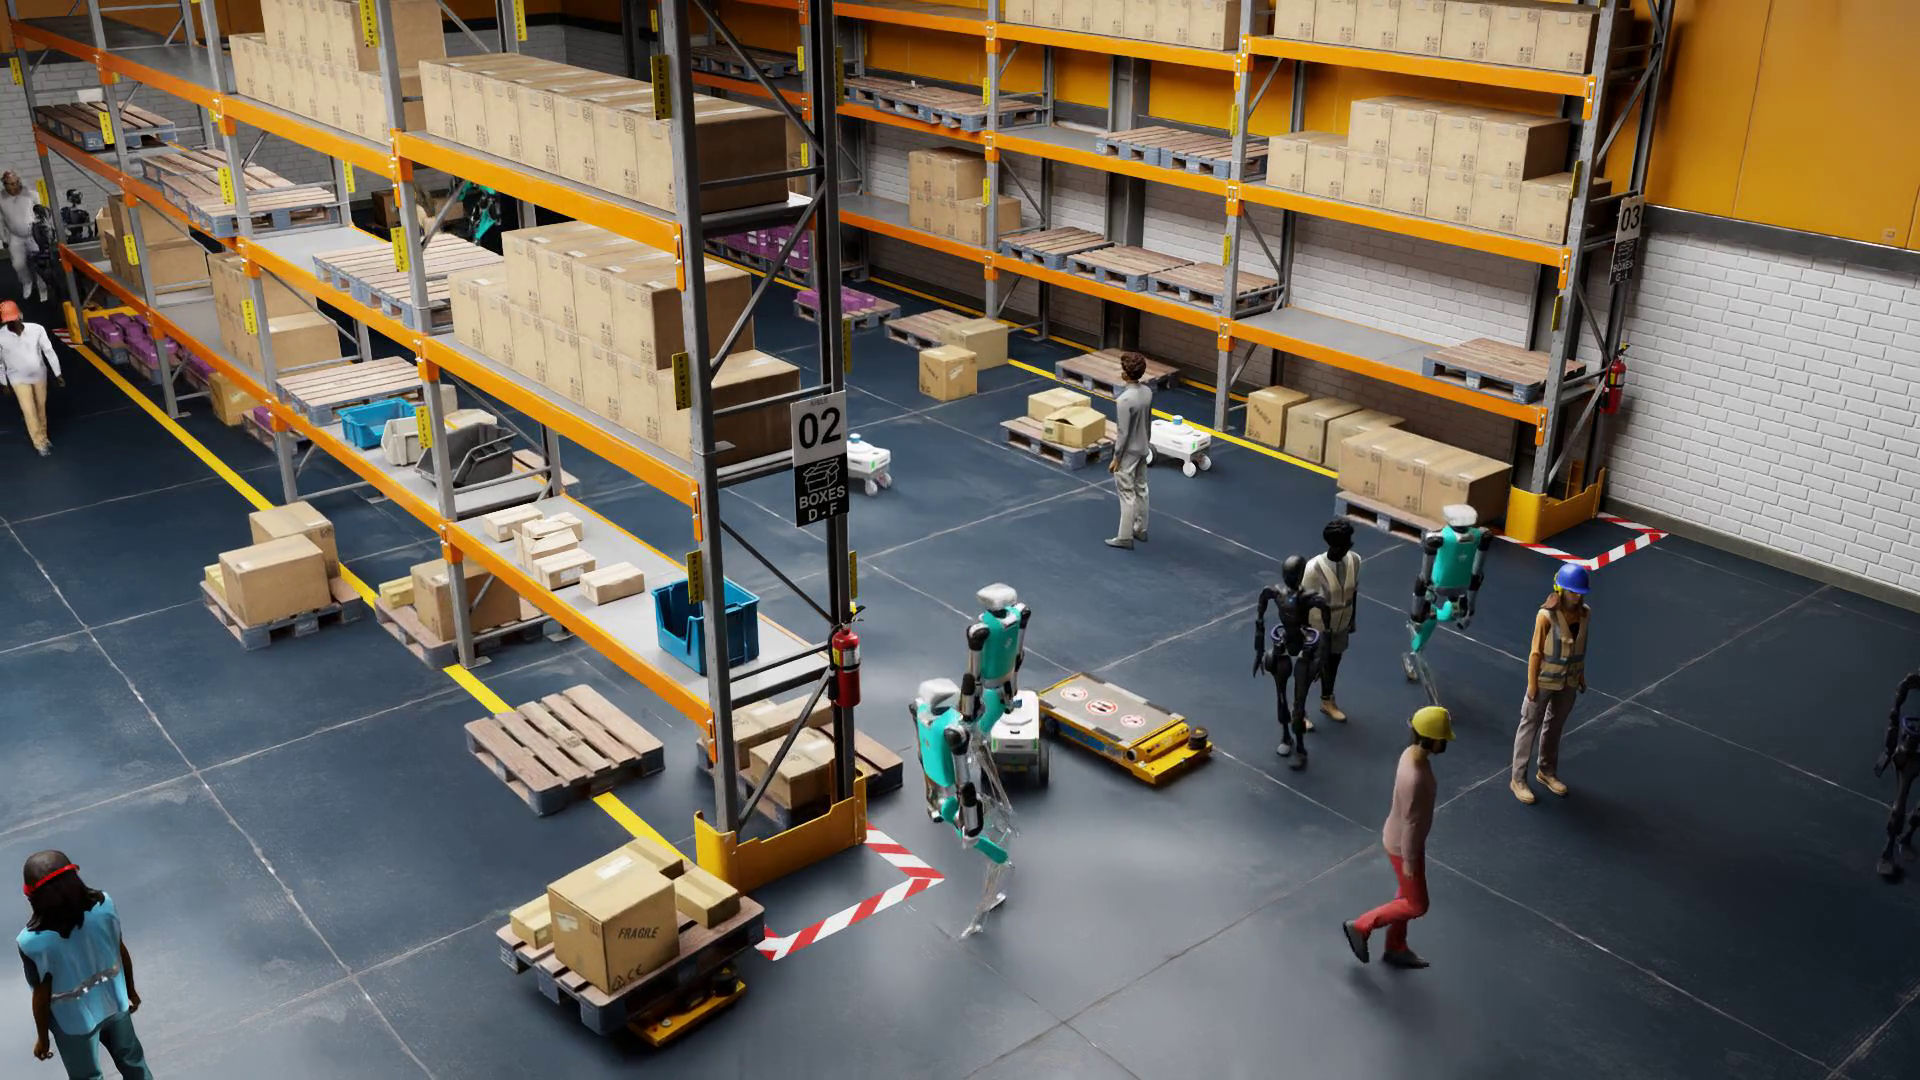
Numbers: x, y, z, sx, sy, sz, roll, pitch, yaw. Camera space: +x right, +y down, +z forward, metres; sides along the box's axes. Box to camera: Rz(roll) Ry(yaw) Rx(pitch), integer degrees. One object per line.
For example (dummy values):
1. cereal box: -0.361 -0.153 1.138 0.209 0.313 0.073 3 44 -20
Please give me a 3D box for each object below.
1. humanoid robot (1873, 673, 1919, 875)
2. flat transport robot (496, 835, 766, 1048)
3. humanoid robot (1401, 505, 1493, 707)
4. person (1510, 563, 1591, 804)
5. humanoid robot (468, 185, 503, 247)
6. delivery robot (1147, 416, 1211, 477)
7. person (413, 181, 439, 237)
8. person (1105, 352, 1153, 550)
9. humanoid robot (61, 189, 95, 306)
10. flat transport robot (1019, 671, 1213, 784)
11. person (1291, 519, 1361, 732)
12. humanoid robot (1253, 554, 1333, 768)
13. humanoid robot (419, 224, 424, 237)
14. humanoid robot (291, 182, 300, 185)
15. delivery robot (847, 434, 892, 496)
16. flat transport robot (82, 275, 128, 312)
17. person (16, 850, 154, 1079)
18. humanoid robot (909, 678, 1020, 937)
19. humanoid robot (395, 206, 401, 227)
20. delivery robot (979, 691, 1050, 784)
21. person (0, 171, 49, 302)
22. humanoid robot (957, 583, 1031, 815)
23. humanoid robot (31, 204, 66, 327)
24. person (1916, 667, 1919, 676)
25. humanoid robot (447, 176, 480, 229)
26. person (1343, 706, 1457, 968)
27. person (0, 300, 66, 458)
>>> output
1. humanoid robot: 6.241 1.385 10.677 0.589 1.642 0.550 7 24 17
2. flat transport robot: -1.992 2.483 9.893 1.431 0.231 0.659 20 30 38
3. humanoid robot: 3.605 0.445 12.830 0.530 1.768 1.039 -5 24 -12
4. person: 4.116 0.974 11.483 0.470 1.778 0.310 -9 25 -19
5. humanoid robot: -7.269 -4.894 25.232 0.532 1.863 0.748 19 29 36
6. delivery robot: 2.282 -1.029 17.661 0.774 0.592 0.499 21 31 39
7. person: -7.358 -4.035 22.988 0.485 1.854 0.602 2 23 5
8. person: 1.613 -0.826 15.503 0.374 1.896 0.547 19 30 37
9. humanoid robot: -12.406 -4.099 23.377 0.612 1.637 0.411 8 25 18
10. flat transport robot: 1.127 1.375 12.460 0.659 0.231 1.431 -21 31 -39
11. person: 2.741 0.620 12.416 0.534 1.693 0.320 -12 26 -25
12. humanoid robot: 2.407 0.832 11.949 0.605 1.632 0.424 10 25 23
13. humanoid robot: -6.955 -3.271 21.440 0.373 1.642 0.585 11 26 24
14. humanoid robot: -9.537 -4.088 23.332 0.829 1.817 0.530 -7 24 -16
15. delivery robot: -1.096 -0.796 17.135 0.783 0.601 0.499 14 27 30
16. flat transport robot: -11.559 -3.313 23.315 1.431 0.231 0.659 -19 29 -36
17. person: -4.298 2.339 8.208 0.391 1.871 0.521 15 27 30
18. humanoid robot: 0.135 1.593 10.125 0.823 1.785 0.545 -14 27 -29
19. humanoid robot: -8.062 -4.461 24.270 0.782 1.631 0.609 -15 28 -31
20. delivery robot: 0.398 1.404 12.037 0.499 0.599 0.797 1 23 2
21. person: -13.241 -4.288 23.545 0.652 1.885 0.426 -9 25 -19
22. humanoid robot: 0.077 1.051 11.377 0.535 1.783 0.783 -20 30 -38
23. humanoid robot: -12.347 -3.714 22.474 0.440 1.636 0.589 -19 30 -37
24. person: 7.809 0.269 12.942 0.547 1.924 0.387 13 27 28
25. humanoid robot: -8.298 -5.956 27.593 1.023 1.745 0.555 9 25 20
26. person: 2.596 1.752 9.714 0.436 1.743 0.539 8 25 18
27. person: -9.964 -1.738 17.843 0.583 1.704 0.865 -20 30 -38
